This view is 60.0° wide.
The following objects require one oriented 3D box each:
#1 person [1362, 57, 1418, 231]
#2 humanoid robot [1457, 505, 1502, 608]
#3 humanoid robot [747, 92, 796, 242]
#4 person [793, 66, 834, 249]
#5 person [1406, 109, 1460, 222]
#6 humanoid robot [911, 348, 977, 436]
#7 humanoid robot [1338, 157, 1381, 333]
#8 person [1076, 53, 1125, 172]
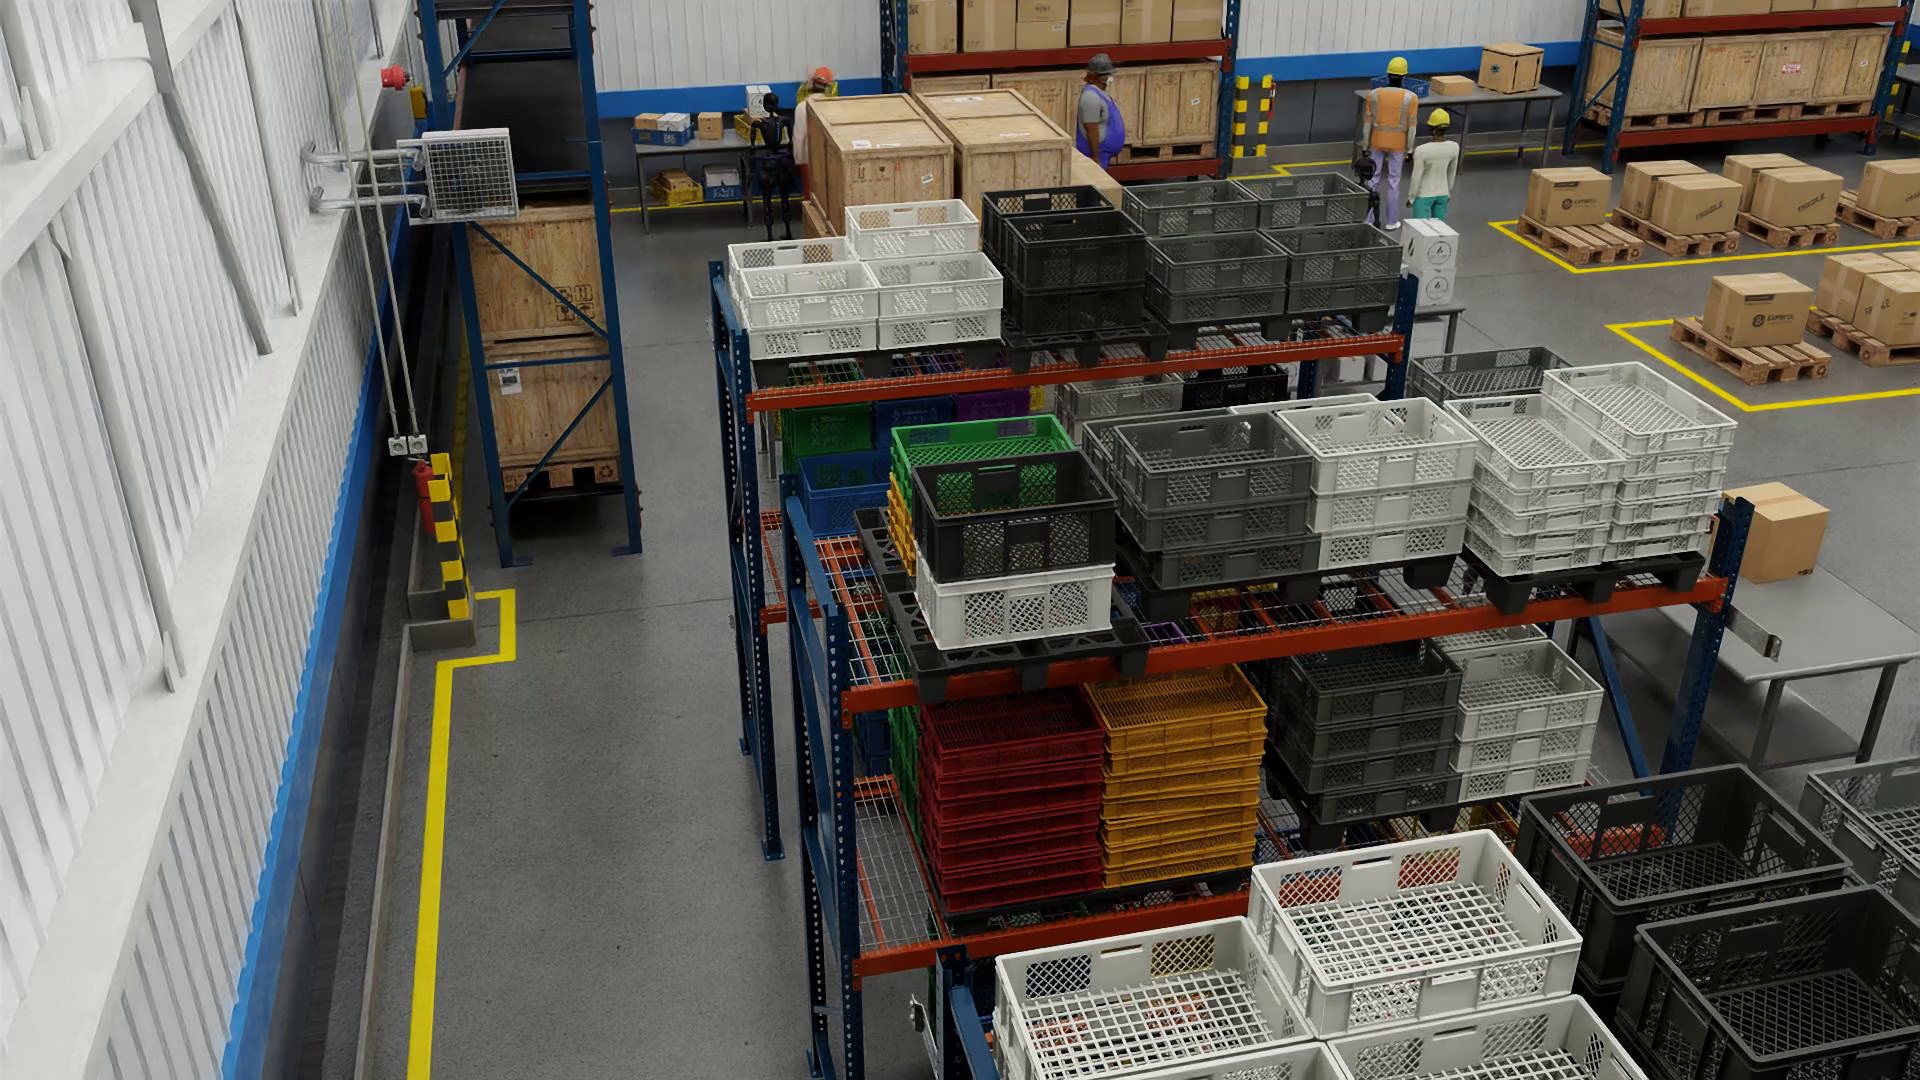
[{"bbox_3d":[4.813,-4.444,18.699,0.585,1.928,0.366,12,30,21],"label":"person"},{"bbox_3d":[3.577,-0.251,10.997,0.612,1.657,0.318,-19,33,-31],"label":"humanoid robot"},{"bbox_3d":[-2.055,-4.069,18.256,0.582,1.654,0.327,-18,33,-31],"label":"humanoid robot"},{"bbox_3d":[-1.500,-4.114,18.058,0.421,1.950,0.698,24,36,38],"label":"person"},{"bbox_3d":[4.862,-3.567,17.207,0.524,1.768,0.306,-9,29,-17],"label":"person"},{"bbox_3d":[-0.095,-0.952,12.327,0.588,1.657,0.326,-22,35,-36],"label":"humanoid robot"},{"bbox_3d":[3.772,-2.836,15.902,0.321,1.657,0.608,-16,32,-27],"label":"humanoid robot"},{"bbox_3d":[1.550,-4.340,18.383,0.536,2.000,0.674,3,28,5],"label":"person"}]
